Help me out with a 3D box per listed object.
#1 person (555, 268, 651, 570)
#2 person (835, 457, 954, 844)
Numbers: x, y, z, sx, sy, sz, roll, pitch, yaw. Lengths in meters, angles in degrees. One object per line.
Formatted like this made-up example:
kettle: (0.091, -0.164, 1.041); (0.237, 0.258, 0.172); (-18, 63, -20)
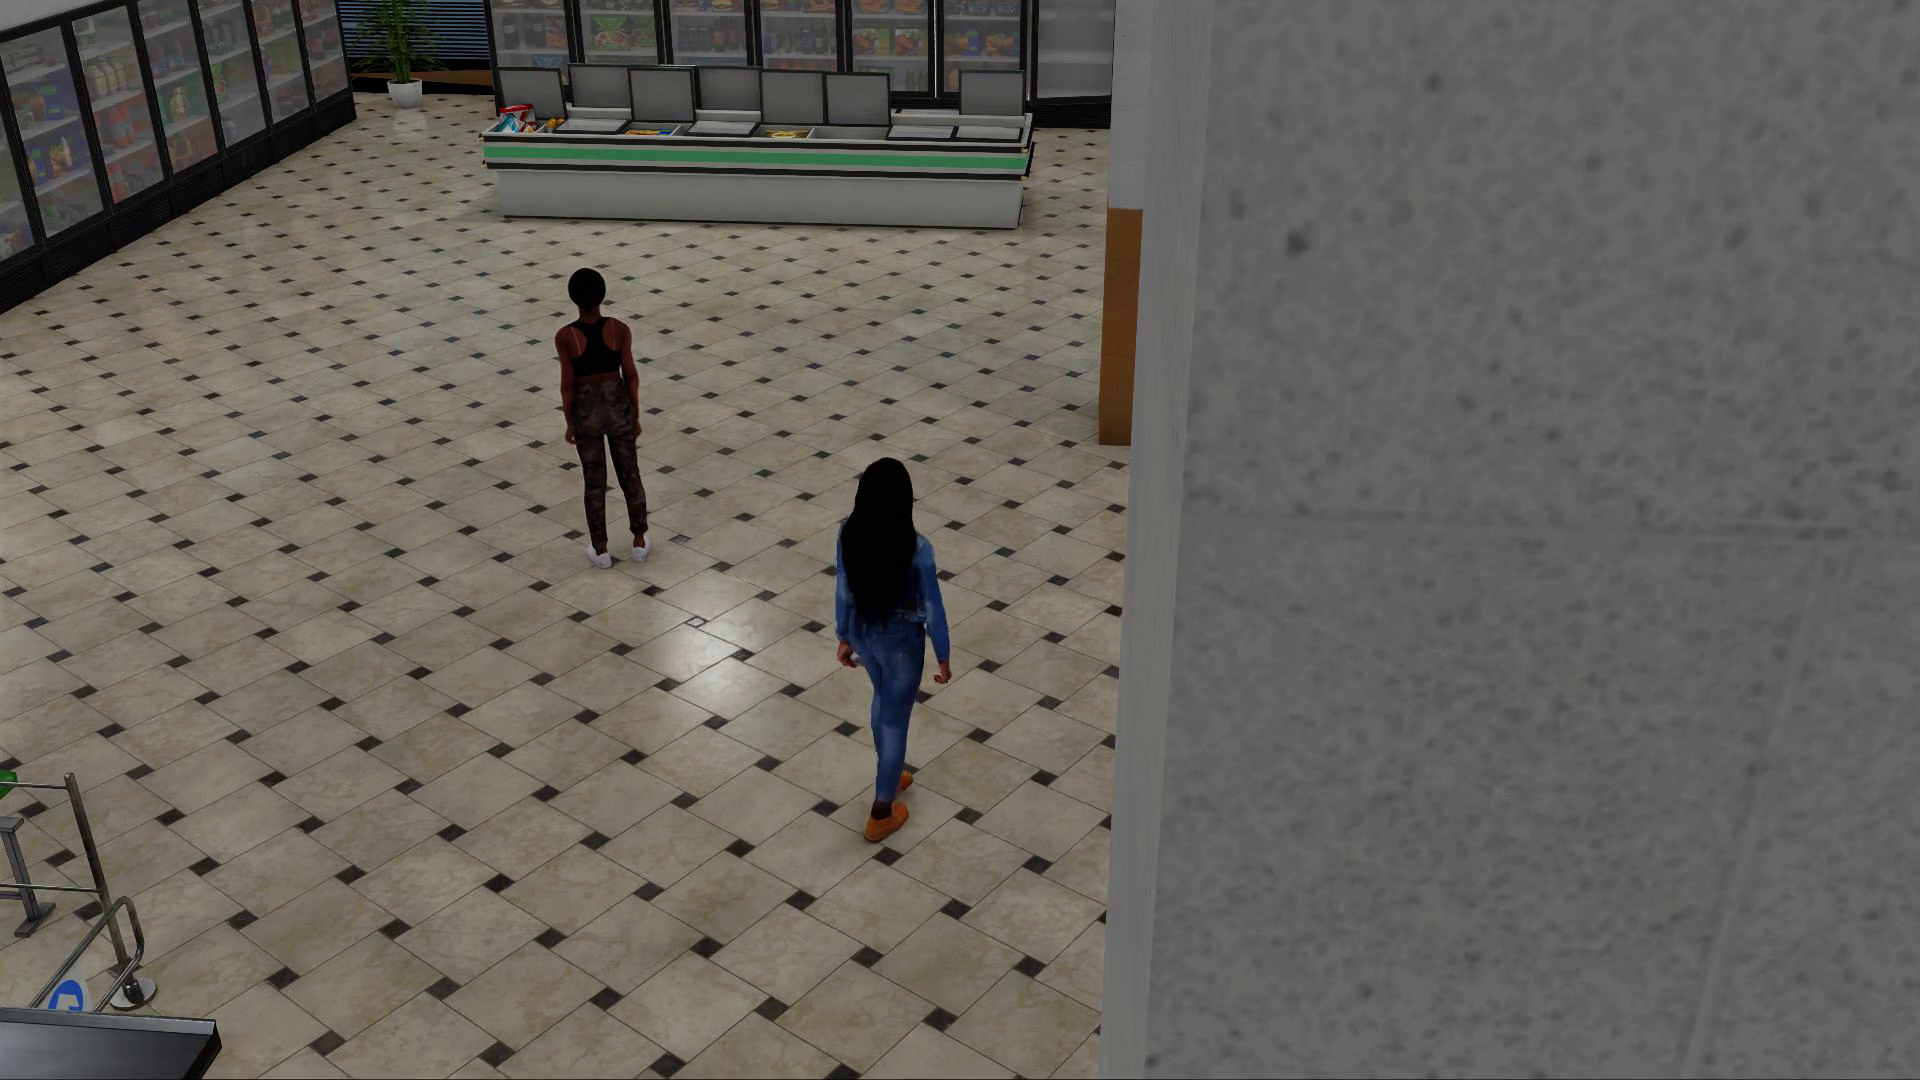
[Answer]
person: (-1.927, -0.652, 8.967); (0.599, 1.700, 0.713); (-9, 28, -16)
person: (-0.339, 0.493, 6.706); (0.766, 1.703, 0.833); (15, 31, 27)
